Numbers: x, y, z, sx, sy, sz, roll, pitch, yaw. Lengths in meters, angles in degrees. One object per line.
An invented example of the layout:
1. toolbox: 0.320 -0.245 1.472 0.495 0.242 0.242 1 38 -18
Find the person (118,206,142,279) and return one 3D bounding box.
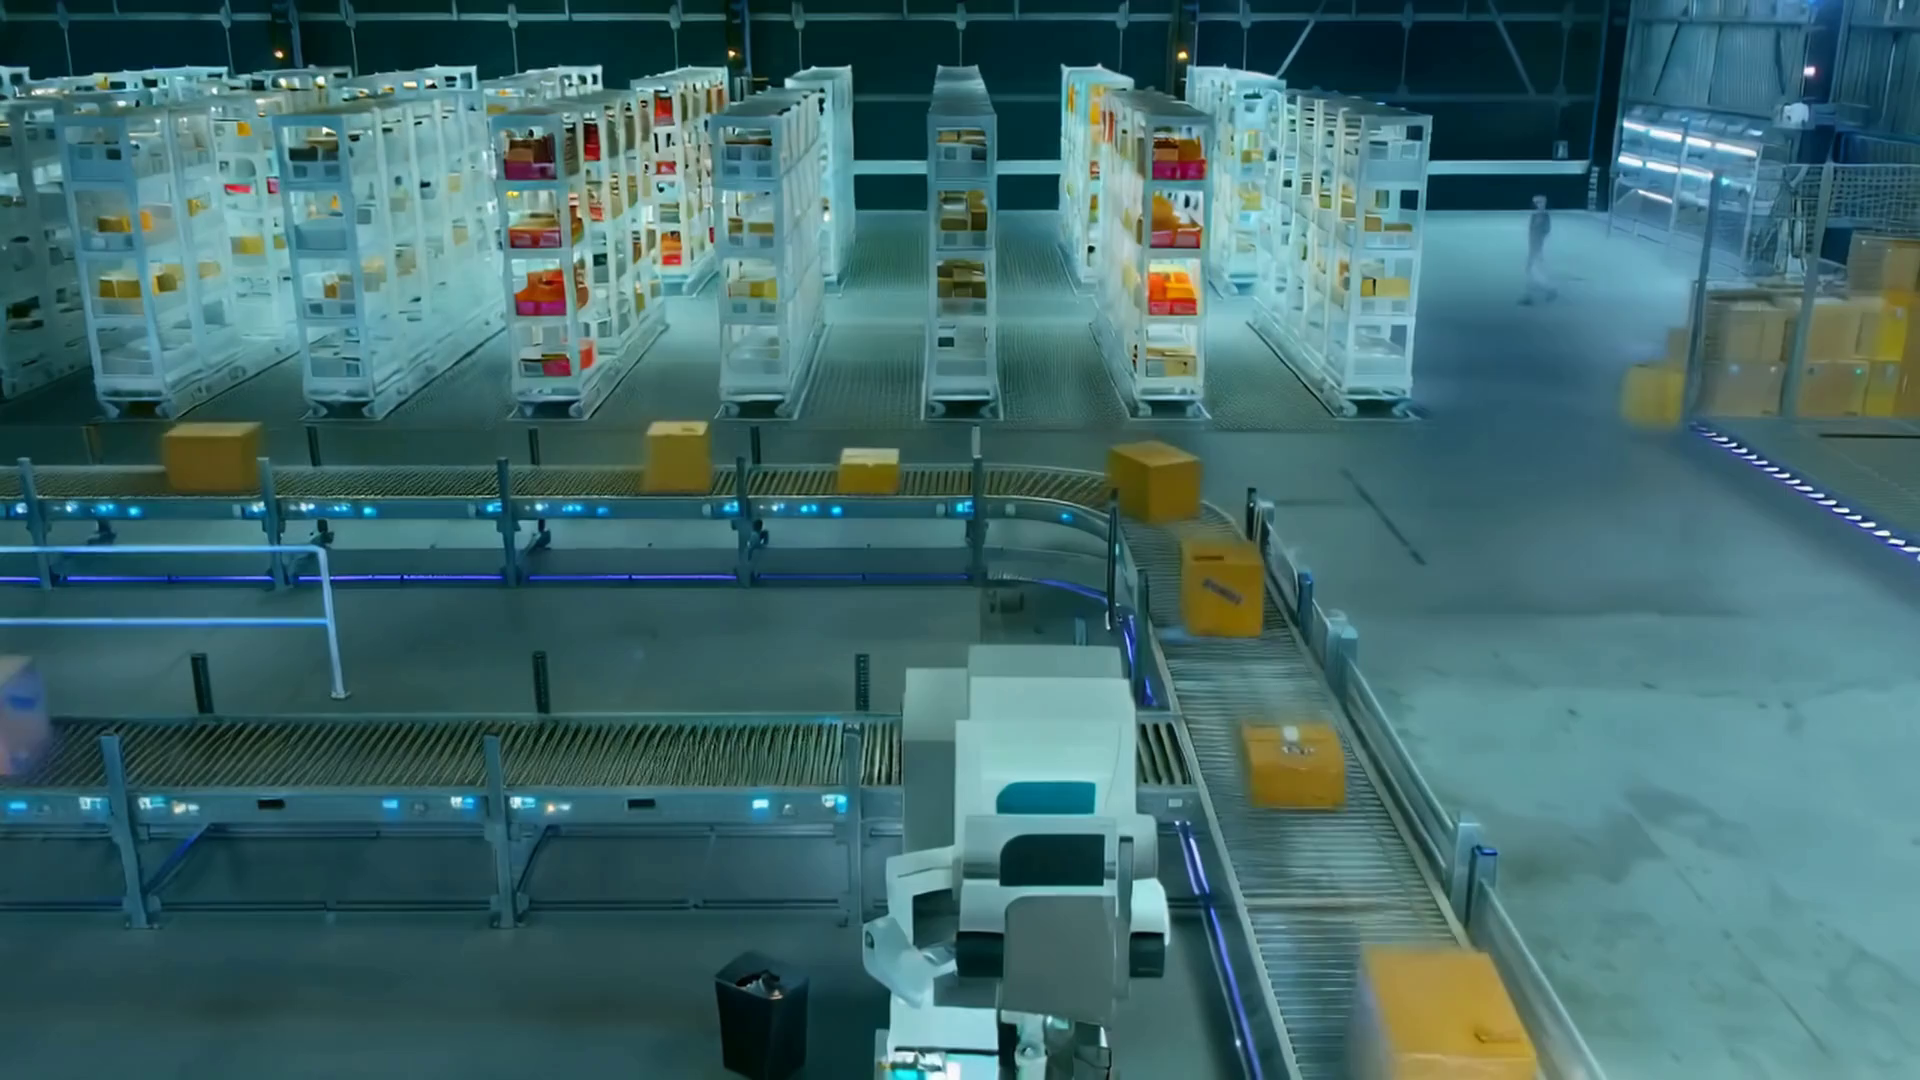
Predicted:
1. person: -13.325 -4.504 26.430 0.868 1.914 0.614 -4 18 -13

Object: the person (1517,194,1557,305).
1. person: 9.546 -4.766 27.355 0.512 1.828 0.574 -2 18 -7
